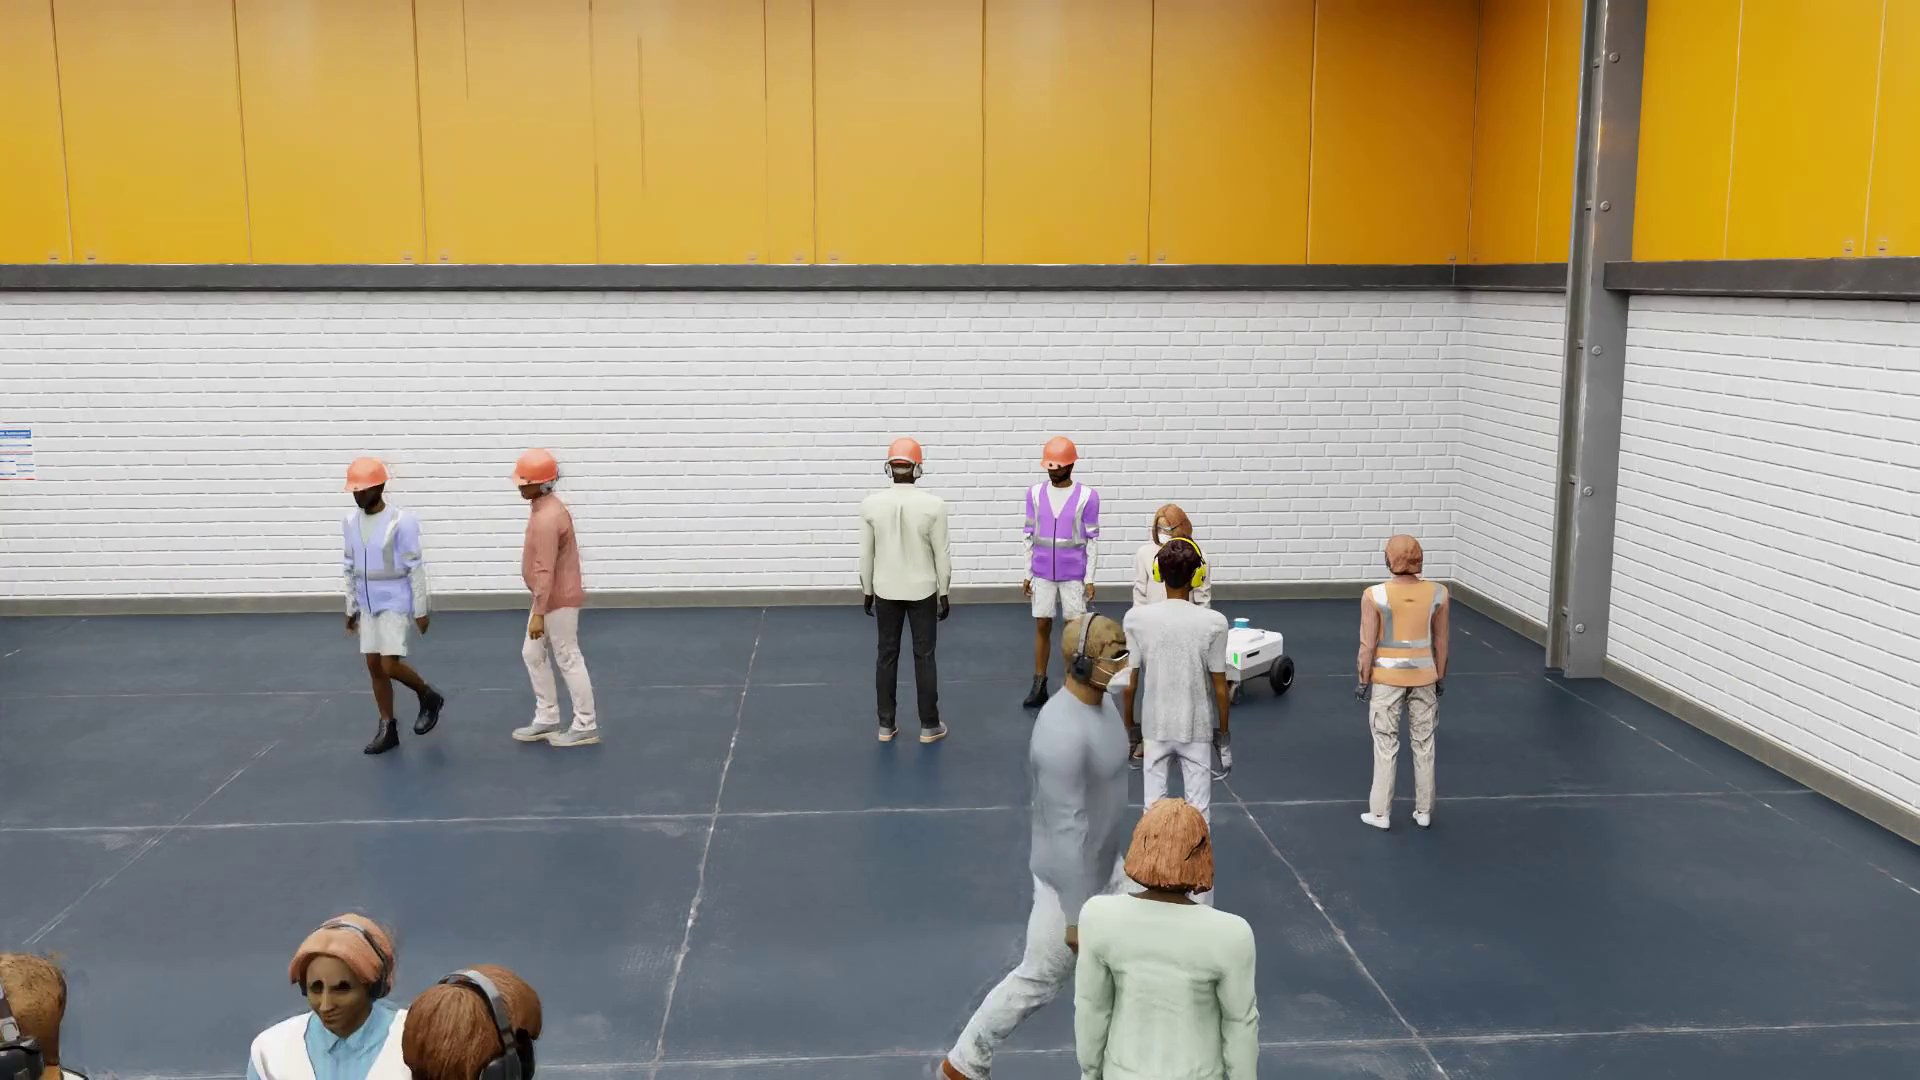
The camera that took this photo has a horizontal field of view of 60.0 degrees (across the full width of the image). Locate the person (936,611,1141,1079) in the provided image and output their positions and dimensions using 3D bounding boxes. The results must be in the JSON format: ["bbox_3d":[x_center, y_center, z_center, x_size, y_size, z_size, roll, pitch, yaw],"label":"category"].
[{"bbox_3d":[0.379,1.172,5.835,1.011,1.898,0.647,3,10,20],"label":"person"}]

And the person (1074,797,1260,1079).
[{"bbox_3d":[0.563,1.502,4.561,0.507,1.632,0.274,3,10,20],"label":"person"}]

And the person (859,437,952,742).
[{"bbox_3d":[-0.348,0.327,10.812,0.609,1.993,0.384,2,9,11],"label":"person"}]

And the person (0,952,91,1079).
[{"bbox_3d":[-1.654,1.630,3.149,0.422,1.825,0.544,-8,12,-42],"label":"person"}]

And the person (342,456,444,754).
[{"bbox_3d":[-3.640,0.404,10.563,0.556,1.916,0.570,4,10,24],"label":"person"}]

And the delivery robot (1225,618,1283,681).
[{"bbox_3d":[2.028,0.809,11.995,0.477,0.478,0.707,7,12,39],"label":"delivery robot"}]

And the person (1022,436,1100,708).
[{"bbox_3d":[0.691,0.234,11.603,0.542,1.928,0.374,3,10,18],"label":"person"}]

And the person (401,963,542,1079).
[{"bbox_3d":[-0.866,1.654,3.000,0.621,1.835,0.430,5,10,29],"label":"person"}]

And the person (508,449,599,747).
[{"bbox_3d":[-2.615,0.384,10.574,0.625,1.953,0.646,-3,10,-20],"label":"person"}]

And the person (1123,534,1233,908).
[{"bbox_3d":[0.985,0.909,7.577,0.521,1.862,0.328,3,9,18],"label":"person"}]

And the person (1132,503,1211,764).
[{"bbox_3d":[1.309,0.578,10.365,0.501,1.632,0.294,5,10,27],"label":"person"}]

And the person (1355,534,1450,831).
[{"bbox_3d":[2.414,0.779,9.082,0.513,1.639,0.311,-1,9,-6],"label":"person"}]

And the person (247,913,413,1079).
[{"bbox_3d":[-1.395,1.620,3.943,0.517,1.594,0.850,0,9,2],"label":"person"}]
